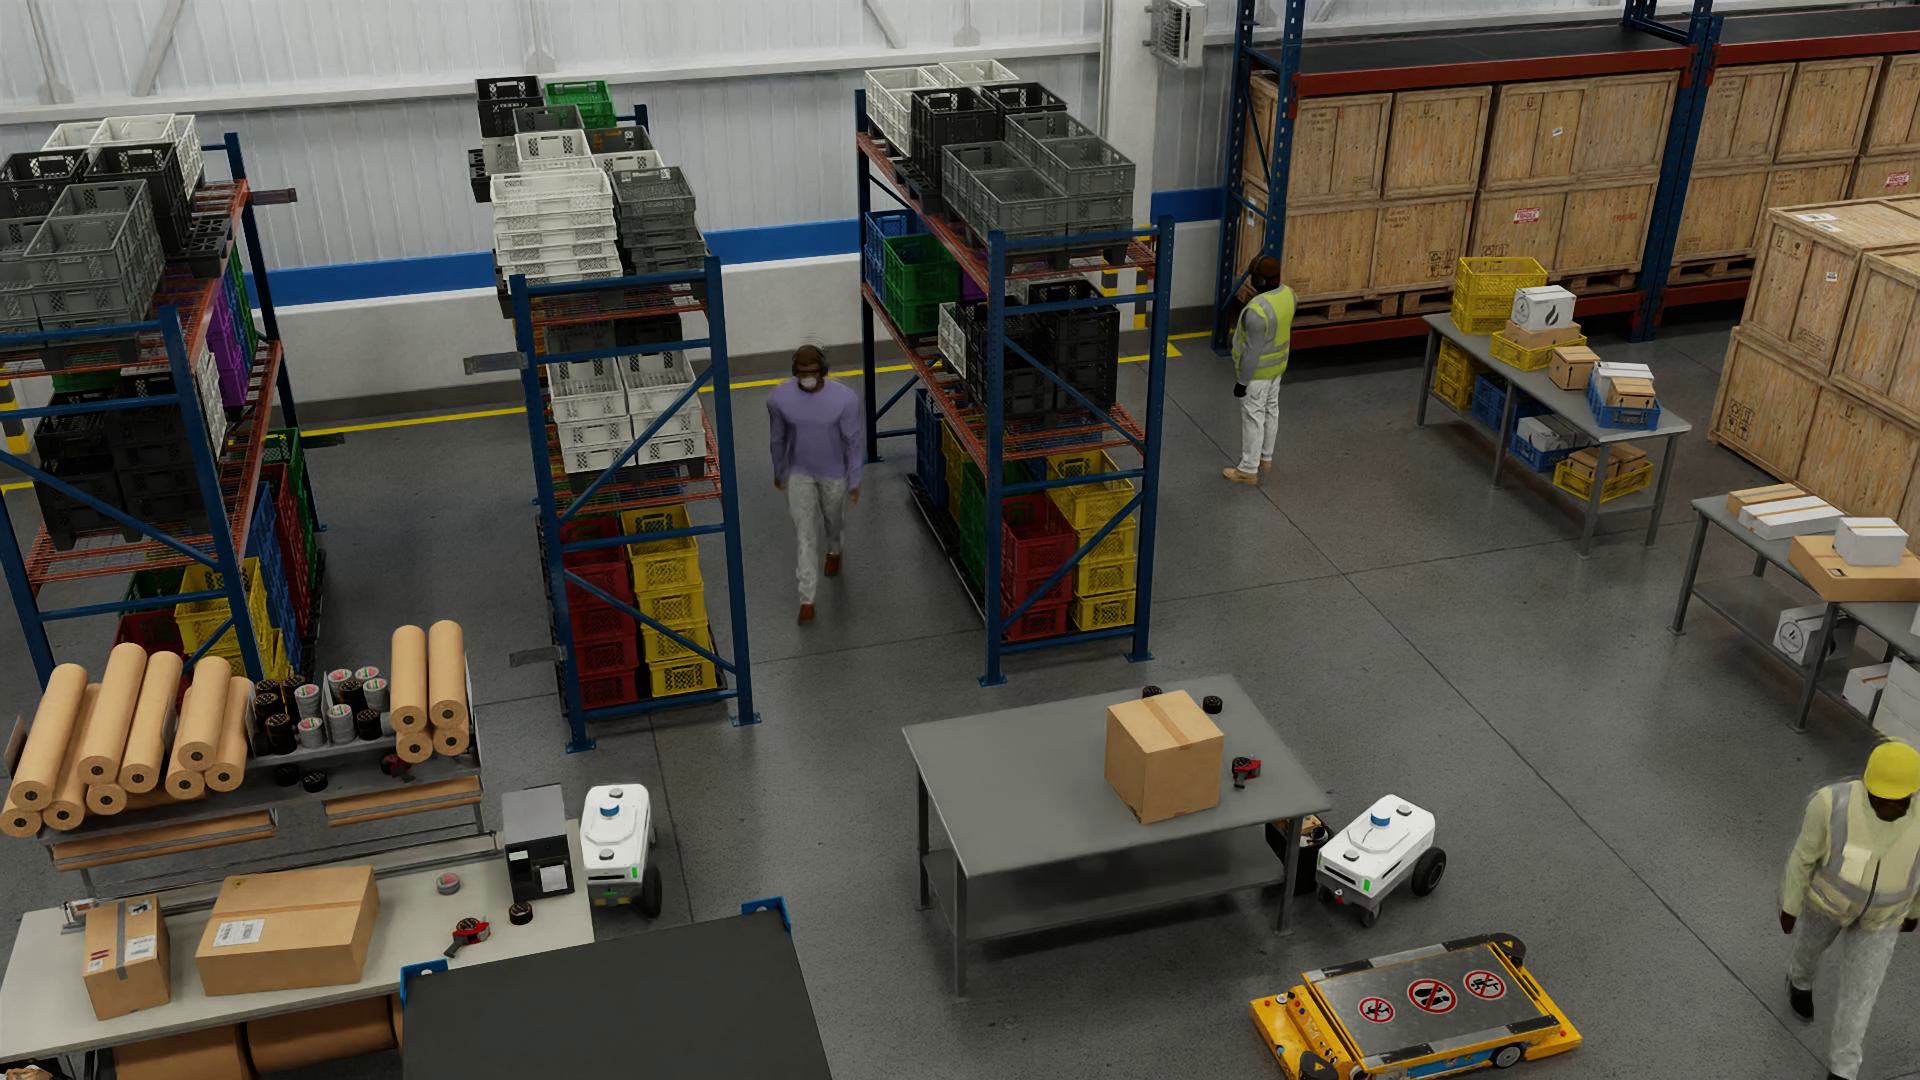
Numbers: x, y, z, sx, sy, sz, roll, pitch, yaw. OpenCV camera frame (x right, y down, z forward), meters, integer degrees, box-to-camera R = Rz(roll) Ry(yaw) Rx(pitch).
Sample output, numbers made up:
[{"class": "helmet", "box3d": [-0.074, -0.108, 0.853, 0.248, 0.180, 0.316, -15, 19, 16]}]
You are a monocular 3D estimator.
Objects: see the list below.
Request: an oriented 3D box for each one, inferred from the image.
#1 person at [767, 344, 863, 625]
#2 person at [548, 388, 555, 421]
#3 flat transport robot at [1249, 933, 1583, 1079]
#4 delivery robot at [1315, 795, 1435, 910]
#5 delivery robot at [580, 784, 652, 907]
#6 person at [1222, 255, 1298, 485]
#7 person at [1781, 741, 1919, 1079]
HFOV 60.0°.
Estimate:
[{"class": "person", "box3d": [-0.971, -0.460, 11.313, 0.638, 1.891, 1.020, -1, 29, -1]}, {"class": "person", "box3d": [-3.267, -1.760, 13.671, 0.356, 1.887, 0.573, 6, 29, 12]}, {"class": "flat transport robot", "box3d": [2.184, 2.282, 7.980, 1.431, 0.197, 0.652, -8, 30, -14]}, {"class": "delivery robot", "box3d": [2.194, 1.630, 8.780, 0.477, 0.478, 0.707, 25, 37, 38]}, {"class": "delivery robot", "box3d": [-1.845, 1.590, 8.853, 0.477, 0.478, 0.707, -2, 29, -4]}, {"class": "person", "box3d": [2.317, -1.327, 12.936, 0.429, 1.838, 0.622, 20, 34, 31]}, {"class": "person", "box3d": [4.068, 1.661, 7.564, 0.609, 1.776, 0.933, 10, 30, 18]}]
